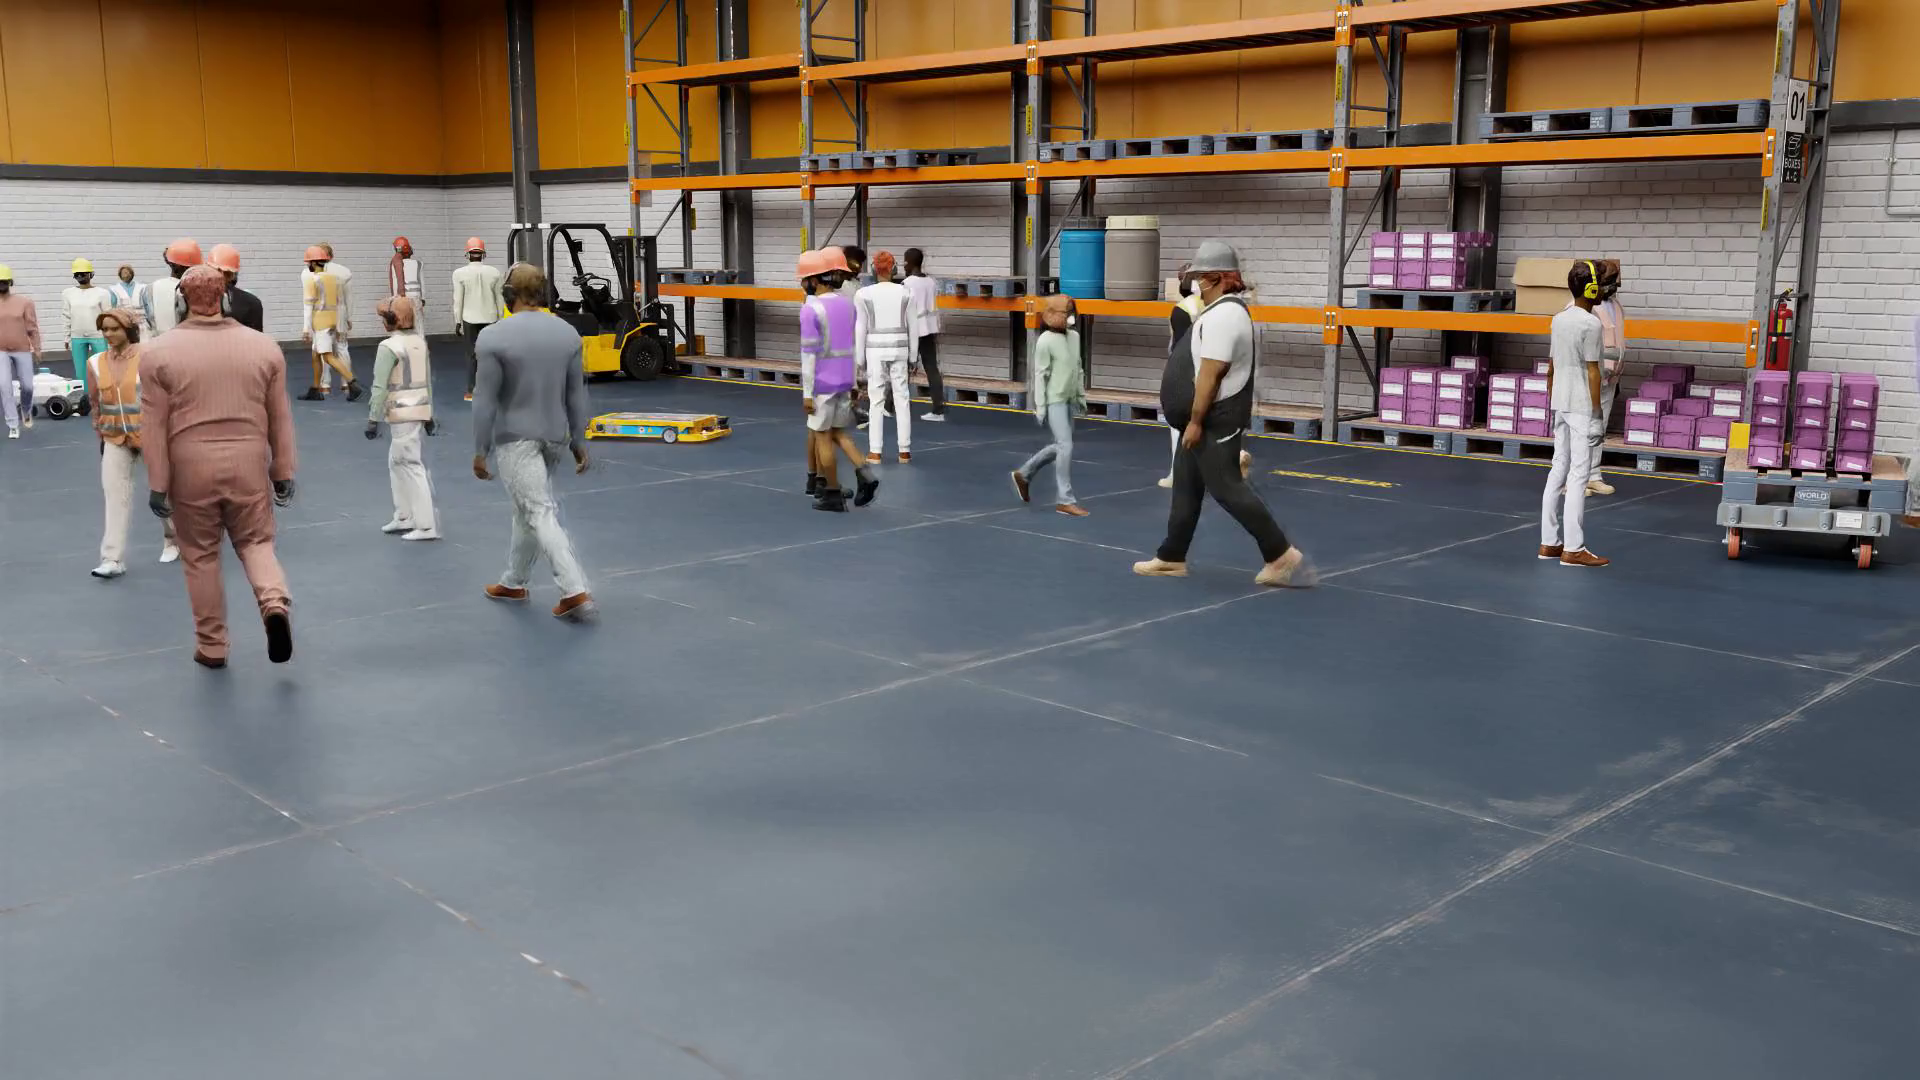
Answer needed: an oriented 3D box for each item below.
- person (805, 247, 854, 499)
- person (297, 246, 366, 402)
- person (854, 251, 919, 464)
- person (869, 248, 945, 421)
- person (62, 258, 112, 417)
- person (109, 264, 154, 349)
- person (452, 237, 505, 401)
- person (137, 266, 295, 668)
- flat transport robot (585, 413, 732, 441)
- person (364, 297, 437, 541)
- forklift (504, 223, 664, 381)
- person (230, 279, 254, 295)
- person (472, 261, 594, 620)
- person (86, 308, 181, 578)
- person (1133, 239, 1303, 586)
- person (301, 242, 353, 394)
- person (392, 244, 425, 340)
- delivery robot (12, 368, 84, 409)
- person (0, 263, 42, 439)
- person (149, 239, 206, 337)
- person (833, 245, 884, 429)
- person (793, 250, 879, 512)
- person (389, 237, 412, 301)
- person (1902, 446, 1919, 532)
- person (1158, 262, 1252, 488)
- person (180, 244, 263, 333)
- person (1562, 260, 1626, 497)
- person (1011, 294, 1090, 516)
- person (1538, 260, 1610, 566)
[{"bbox_3d":[-1.013,-1.288,12.856,0.375,1.933,0.550,-3,11,-18],"label":"person"},{"bbox_3d":[-7.691,-2.617,20.222,0.937,1.903,0.557,2,11,11],"label":"person"},{"bbox_3d":[-0.651,-1.617,14.782,0.573,1.886,0.353,-2,11,-9],"label":"person"},{"bbox_3d":[-0.543,-2.254,18.281,0.971,1.868,0.623,7,13,35],"label":"person"},{"bbox_3d":[-9.742,-2.256,18.596,0.524,1.769,0.315,-2,11,-12],"label":"person"},{"bbox_3d":[-11.549,-3.026,23.176,0.537,1.625,0.448,-7,12,-33],"label":"person"},{"bbox_3d":[-5.885,-2.694,20.359,0.612,1.995,0.378,-6,12,-30],"label":"person"},{"bbox_3d":[-3.402,-0.310,7.663,0.649,1.890,0.646,-8,13,-38],"label":"person"},{"bbox_3d":[-3.060,-1.132,16.549,1.431,0.197,0.652,3,11,14],"label":"flat transport robot"},{"bbox_3d":[-3.759,-0.793,11.031,0.623,1.619,0.518,2,11,9],"label":"person"},{"bbox_3d":[-5.316,-3.263,22.920,2.313,2.155,1.214,-10,14,-44],"label":"forklift"},{"bbox_3d":[-9.039,-2.592,20.754,0.528,1.657,0.885,-1,10,-4],"label":"person"},{"bbox_3d":[-2.275,-0.531,8.861,1.000,1.895,0.642,8,13,37],"label":"person"},{"bbox_3d":[-4.980,-0.596,10.024,0.519,1.588,0.865,0,10,-1],"label":"person"},{"bbox_3d":[1.534,-0.751,9.641,0.946,2.000,0.674,2,11,8],"label":"person"},{"bbox_3d":[-8.062,-2.825,21.239,0.630,1.937,0.373,-8,13,-39],"label":"person"},{"bbox_3d":[-9.682,-4.266,29.240,0.574,1.881,0.358,-8,13,-36],"label":"person"},{"bbox_3d":[-10.114,-1.664,18.416,0.707,0.478,0.477,0,10,1],"label":"delivery robot"},{"bbox_3d":[-9.578,-1.914,16.781,0.532,1.743,0.666,-6,12,-29],"label":"person"},{"bbox_3d":[-6.240,-1.430,13.508,0.659,1.994,0.498,5,12,26],"label":"person"},{"bbox_3d":[-1.155,-2.120,17.465,0.880,1.905,0.634,5,12,27],"label":"person"},{"bbox_3d":[-0.926,-1.133,12.066,0.547,1.913,0.582,8,13,37],"label":"person"},{"bbox_3d":[-9.806,-4.323,29.250,0.398,1.989,0.621,-4,11,-22],"label":"person"},{"bbox_3d":[6.685,-0.915,10.977,0.636,1.886,1.024,-2,11,-13],"label":"person"},{"bbox_3d":[1.941,-1.276,13.143,0.646,1.818,0.739,-10,14,-43],"label":"person"},{"bbox_3d":[-5.647,-1.295,12.826,0.640,1.963,0.782,0,10,-2],"label":"person"},{"bbox_3d":[4.929,-1.248,12.932,0.619,1.836,0.430,-8,13,-36],"label":"person"},{"bbox_3d":[0.672,-1.001,12.185,0.694,1.607,0.506,7,12,33],"label":"person"},{"bbox_3d":[3.812,-0.776,10.245,0.329,1.872,0.508,-2,11,-13],"label":"person"}]
